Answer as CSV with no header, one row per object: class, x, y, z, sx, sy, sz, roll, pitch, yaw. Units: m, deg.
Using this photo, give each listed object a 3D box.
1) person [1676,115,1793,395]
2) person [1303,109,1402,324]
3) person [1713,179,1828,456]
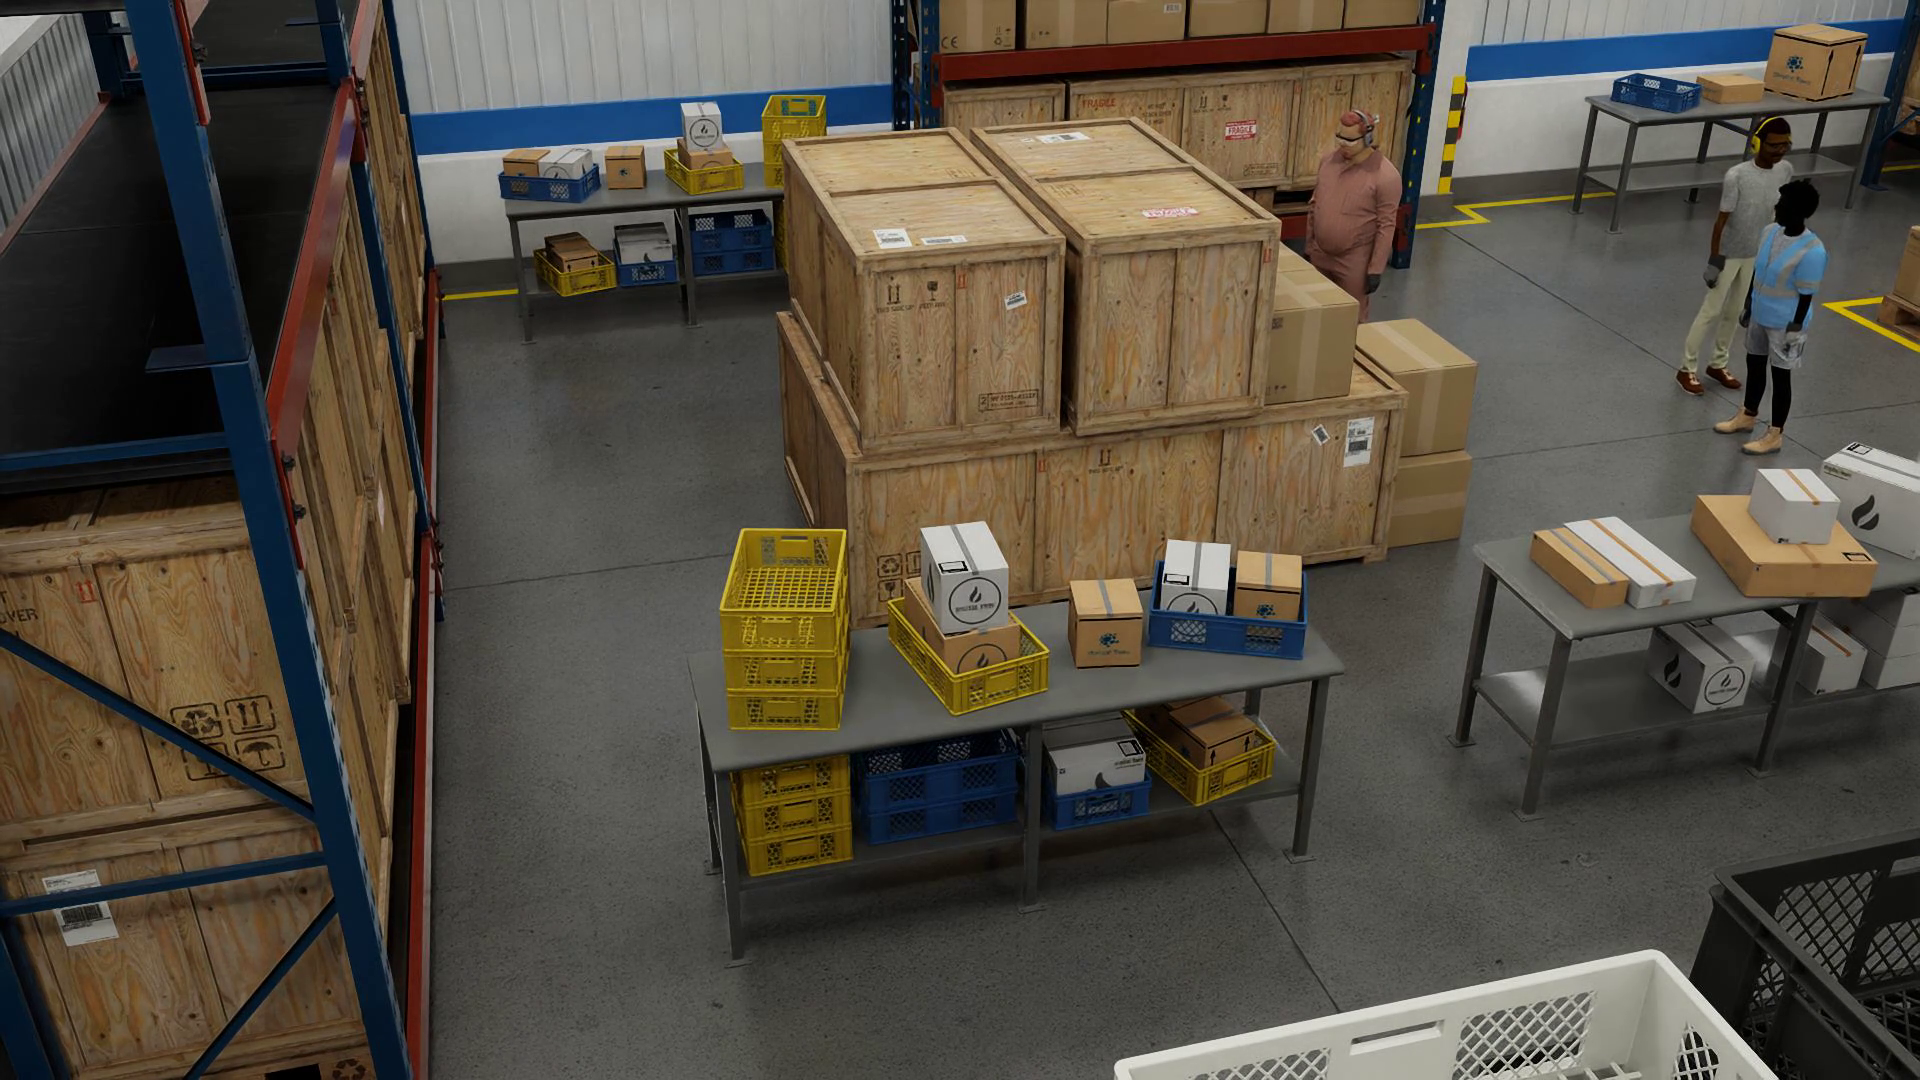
person,5.072,-1.842,10.806,0.515,1.861,0.358,-9,30,-15
person,2.462,-1.825,10.726,0.407,1.902,0.638,-22,36,-35
person,4.943,-1.346,10.074,0.323,1.688,0.536,-5,29,-9
